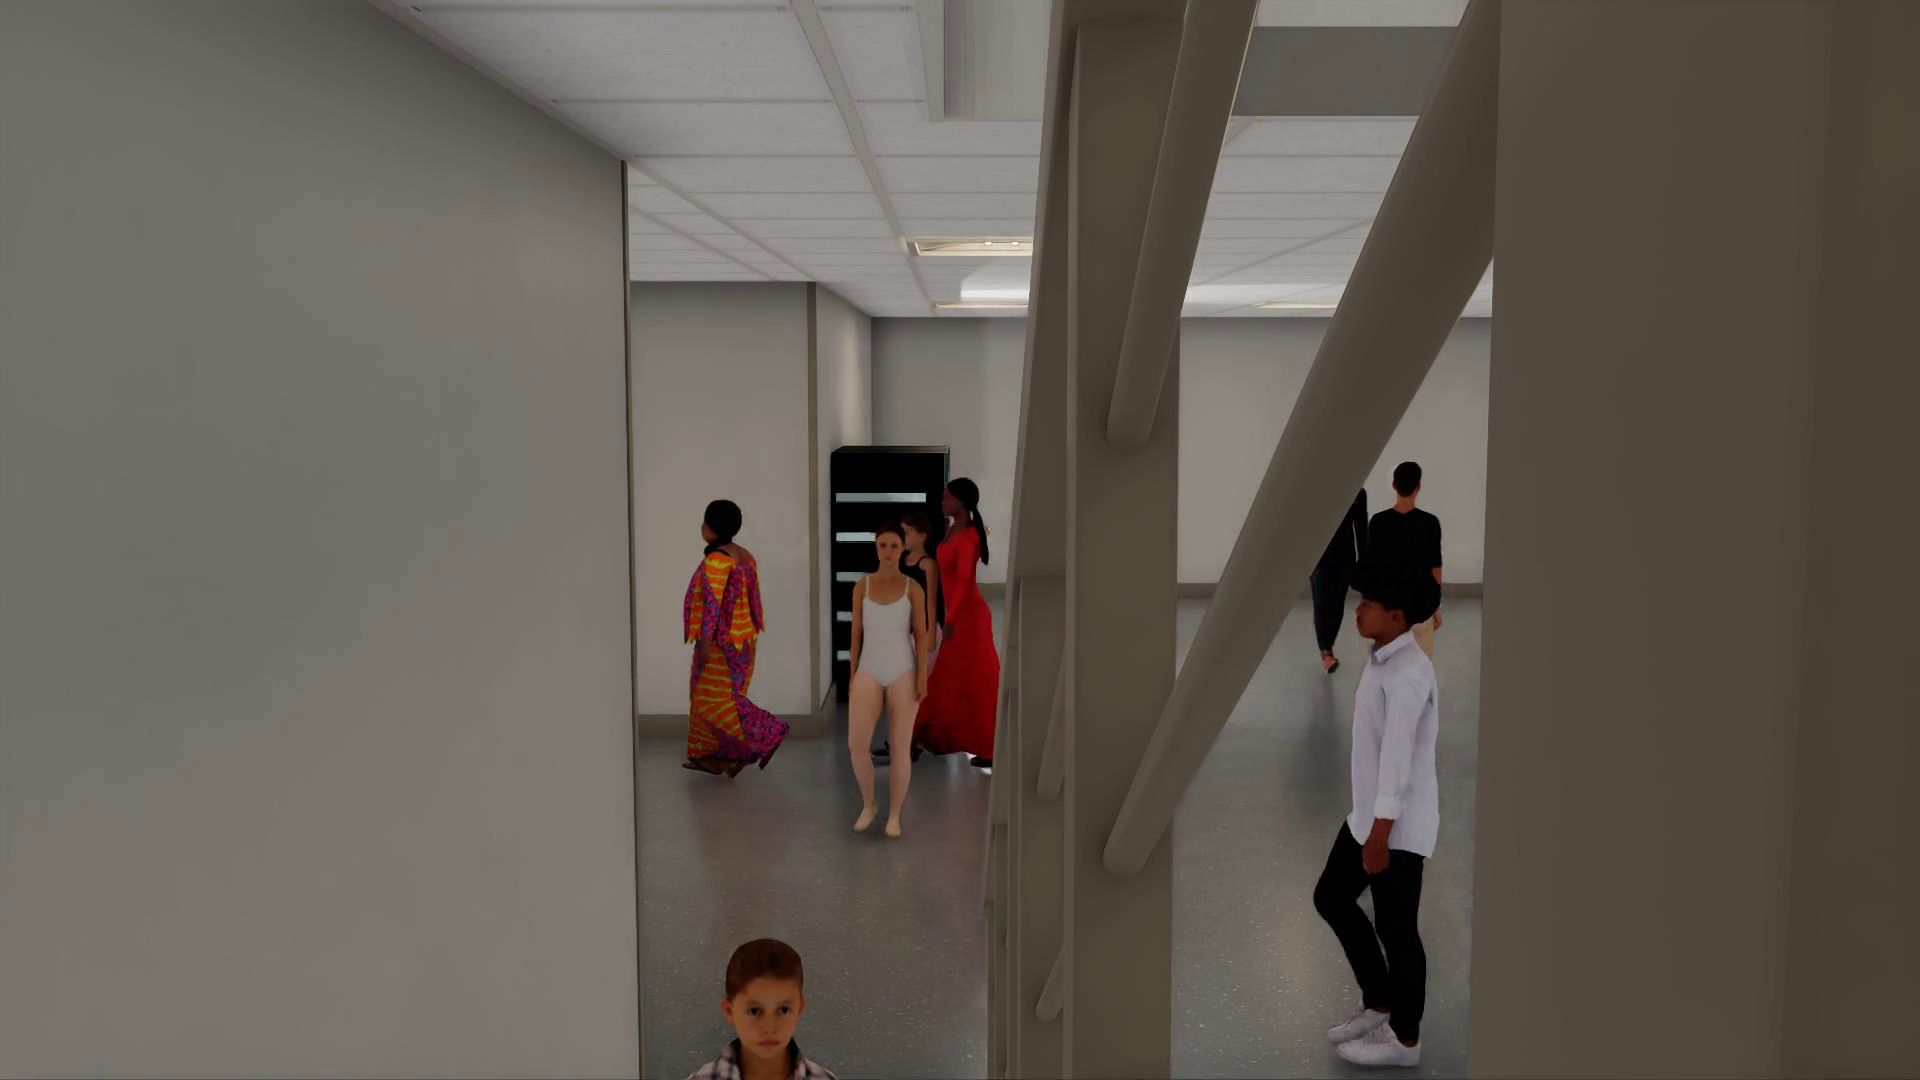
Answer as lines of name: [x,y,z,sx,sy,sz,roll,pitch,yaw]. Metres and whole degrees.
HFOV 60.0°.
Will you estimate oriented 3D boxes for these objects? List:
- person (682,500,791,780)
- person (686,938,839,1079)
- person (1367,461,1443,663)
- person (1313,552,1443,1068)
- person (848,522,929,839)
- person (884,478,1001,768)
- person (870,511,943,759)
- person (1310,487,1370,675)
person: [-1.351,0.581,9.811,0.796,1.671,0.919,1,6,12]
person: [-0.422,1.429,3.372,0.585,1.287,0.946,-1,6,-6]
person: [2.792,0.432,10.444,0.698,1.855,0.690,3,7,28]
person: [1.556,0.935,5.729,0.712,1.799,0.546,0,6,3]
person: [-0.369,0.717,8.699,0.592,1.637,0.550,0,6,4]
person: [0.121,0.528,10.011,0.852,1.752,1.059,-1,6,-14]
person: [-0.190,0.603,10.324,0.894,1.539,0.961,-3,7,-31]
person: [2.979,0.170,13.426,0.716,1.779,1.089,0,6,1]
